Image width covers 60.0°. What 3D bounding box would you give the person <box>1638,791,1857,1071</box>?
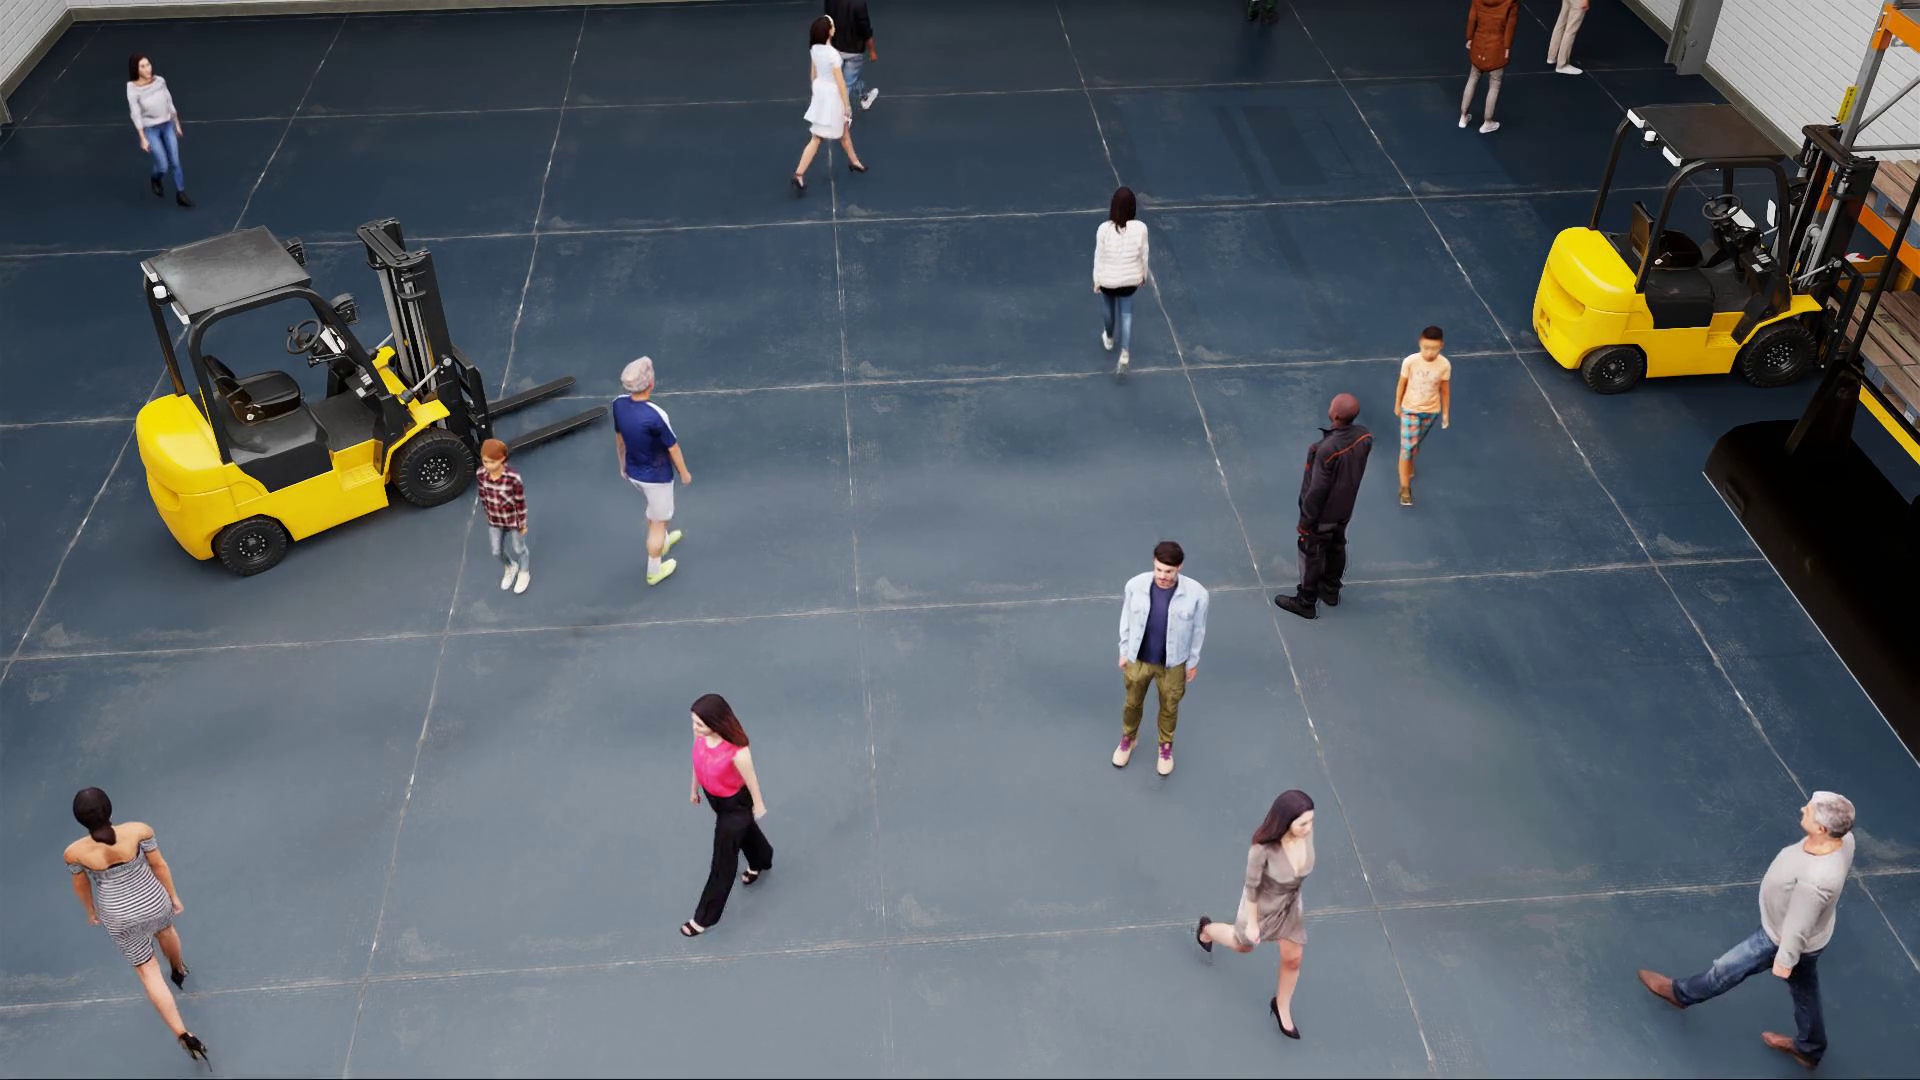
[{"bbox_3d":[4.410,2.081,8.665,1.323,1.856,1.263,28,46,30],"label":"person"}]

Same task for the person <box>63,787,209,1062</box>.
[{"bbox_3d":[-4.314,2.047,8.767,0.938,1.784,1.160,-22,44,-25],"label":"person"}]

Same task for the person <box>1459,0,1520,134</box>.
[{"bbox_3d":[5.718,-5.316,17.944,0.834,1.837,0.903,31,48,33],"label":"person"}]

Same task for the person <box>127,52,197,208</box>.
[{"bbox_3d":[-8.036,-4.074,16.561,0.865,1.622,0.809,21,43,25],"label":"person"}]

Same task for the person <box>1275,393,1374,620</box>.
[{"bbox_3d":[2.588,-0.236,11.592,0.801,1.825,0.813,-27,46,-30],"label":"person"}]

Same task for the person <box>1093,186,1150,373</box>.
[{"bbox_3d":[1.378,-2.210,14.230,0.659,1.617,1.023,-1,39,-1],"label":"person"}]

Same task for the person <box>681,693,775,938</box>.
[{"bbox_3d":[-1.274,1.468,9.615,1.036,1.628,1.041,32,48,33],"label":"person"}]

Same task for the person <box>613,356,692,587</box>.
[{"bbox_3d":[-2.257,-0.439,11.849,0.863,1.820,0.931,25,45,27],"label":"person"}]

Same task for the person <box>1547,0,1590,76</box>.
[{"bbox_3d":[7.141,-6.365,19.238,0.736,1.860,0.487,-2,39,-3],"label":"person"}]

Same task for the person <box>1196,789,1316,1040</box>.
[{"bbox_3d":[1.613,1.934,8.963,0.889,1.715,1.161,-19,42,-22],"label":"person"}]

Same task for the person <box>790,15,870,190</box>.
[{"bbox_3d":[-1.399,-4.342,16.777,1.110,1.770,1.219,-26,45,-28],"label":"person"}]

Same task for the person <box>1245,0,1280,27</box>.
[{"bbox_3d":[3.752,-7.184,20.284,0.862,1.835,0.923,27,46,30],"label":"person"}]

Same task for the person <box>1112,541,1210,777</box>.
[{"bbox_3d":[1.240,0.725,10.402,0.750,1.809,0.699,10,40,12],"label":"person"}]

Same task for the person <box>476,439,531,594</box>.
[{"bbox_3d":[-3.241,-0.211,11.985,0.575,1.296,0.578,5,39,7],"label":"person"}]

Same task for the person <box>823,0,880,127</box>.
[{"bbox_3d":[-1.270,-5.296,17.965,1.143,1.779,1.201,28,46,30],"label":"person"}]

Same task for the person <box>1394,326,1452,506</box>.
[{"bbox_3d":[3.567,-1.047,12.927,0.620,1.426,0.987,1,39,1],"label":"person"}]
